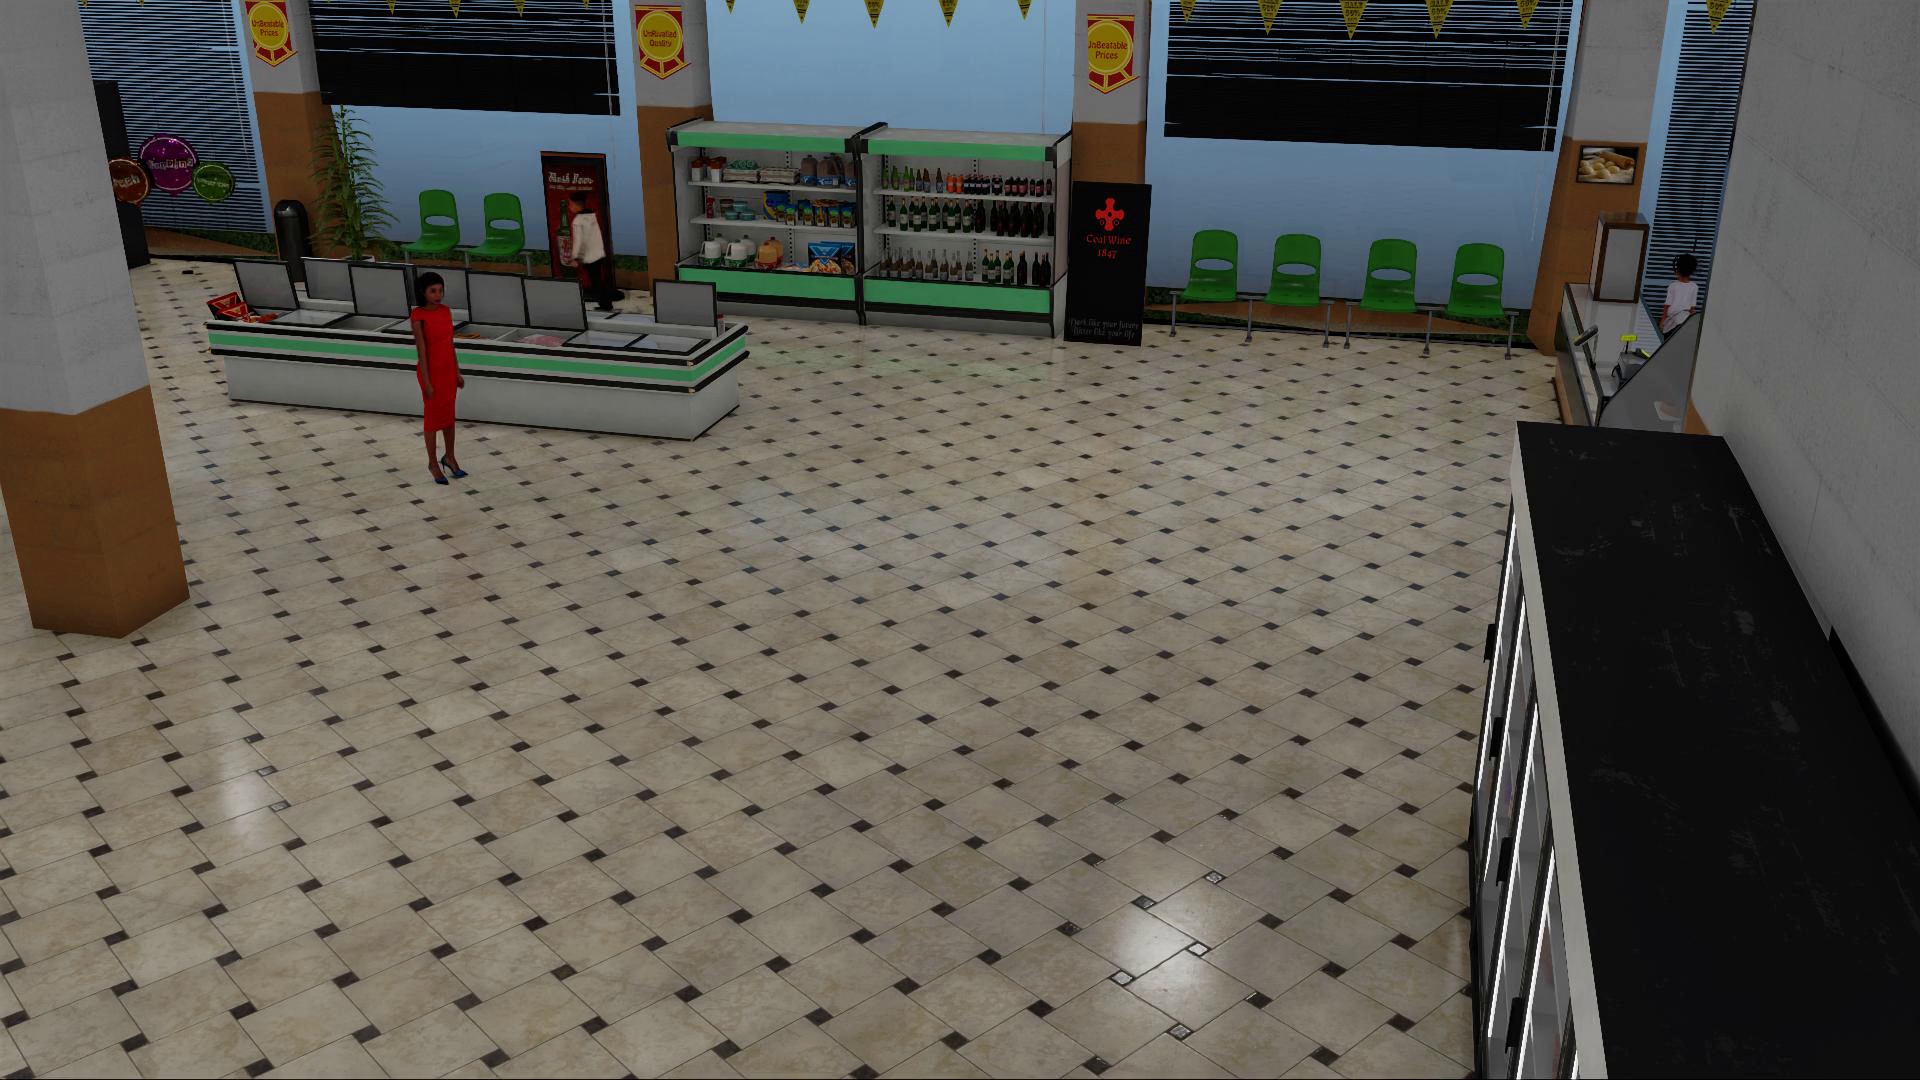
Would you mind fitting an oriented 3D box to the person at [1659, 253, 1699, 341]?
[{"bbox_3d":[7.102,-2.205,16.458,0.517,1.260,0.618,-3,22,-6],"label":"person"}]

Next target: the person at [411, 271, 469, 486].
[{"bbox_3d":[-4.291,-1.338,13.647,0.554,1.746,0.605,10,24,24],"label":"person"}]

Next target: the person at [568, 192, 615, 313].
[{"bbox_3d":[-4.097,-3.203,18.725,0.574,1.421,0.601,10,24,23],"label":"person"}]
